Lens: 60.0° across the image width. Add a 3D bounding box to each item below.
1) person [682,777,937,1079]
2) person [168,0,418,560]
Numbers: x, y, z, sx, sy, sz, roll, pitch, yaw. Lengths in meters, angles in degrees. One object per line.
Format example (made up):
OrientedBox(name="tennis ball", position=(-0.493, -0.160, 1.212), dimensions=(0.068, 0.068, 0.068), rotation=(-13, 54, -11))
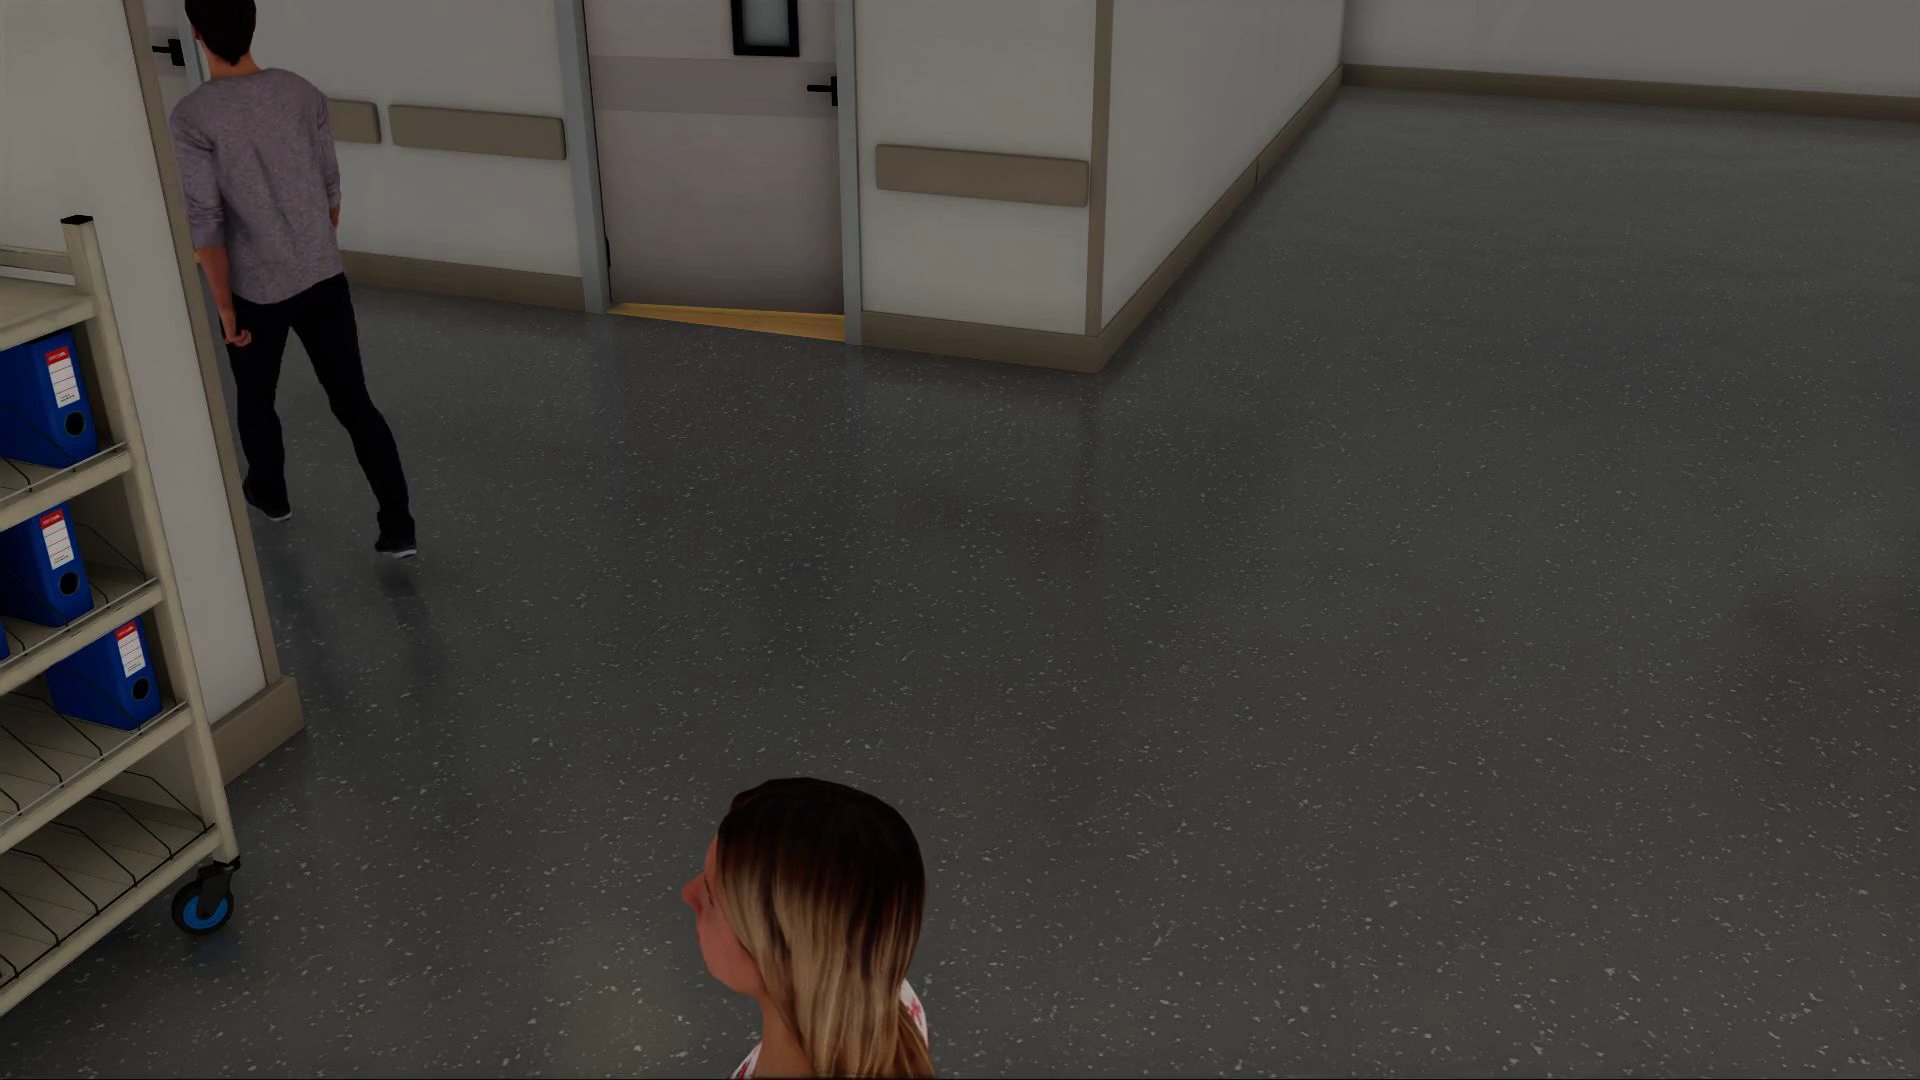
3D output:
OrientedBox(name="person", position=(-0.127, 0.950, 1.776), dimensions=(0.667, 1.634, 0.523), rotation=(3, 26, 7))
OrientedBox(name="person", position=(-2.023, -0.752, 5.116), dimensions=(1.243, 1.798, 1.112), rotation=(-22, 33, -38))
